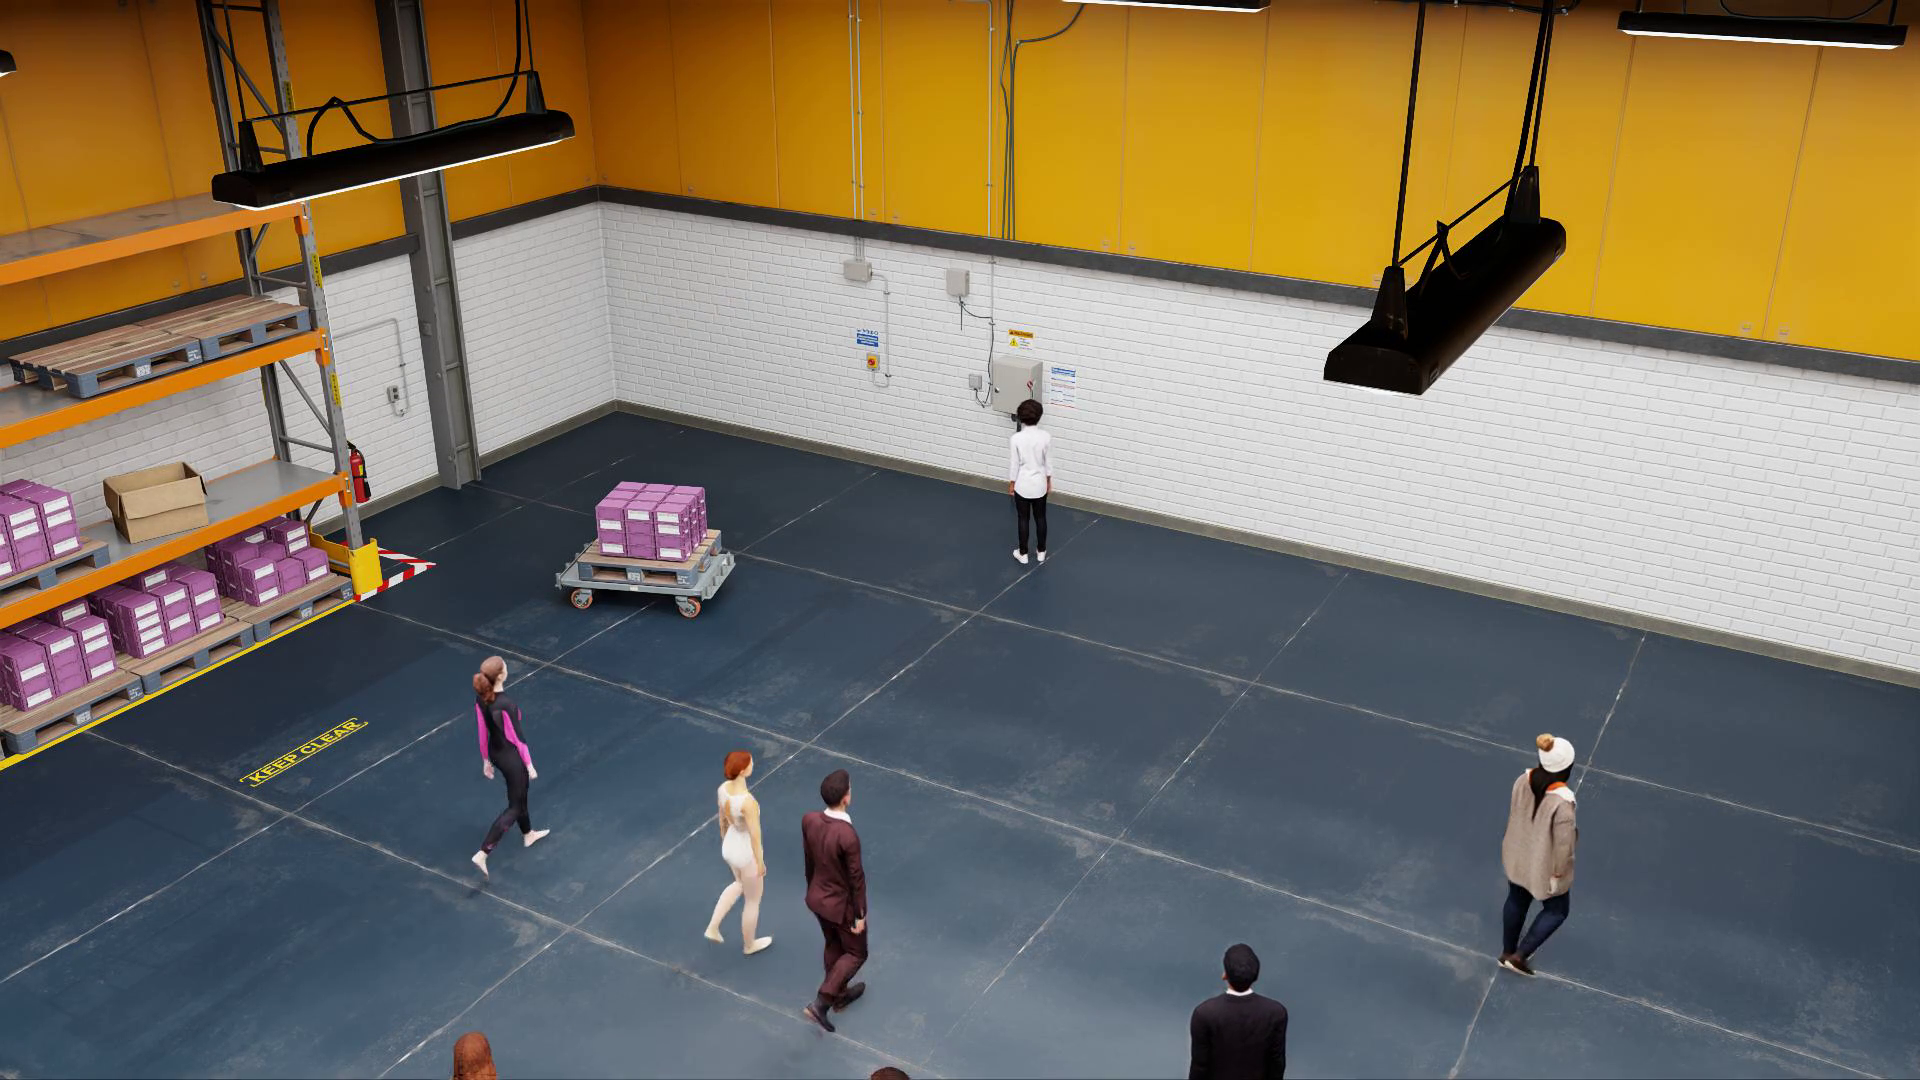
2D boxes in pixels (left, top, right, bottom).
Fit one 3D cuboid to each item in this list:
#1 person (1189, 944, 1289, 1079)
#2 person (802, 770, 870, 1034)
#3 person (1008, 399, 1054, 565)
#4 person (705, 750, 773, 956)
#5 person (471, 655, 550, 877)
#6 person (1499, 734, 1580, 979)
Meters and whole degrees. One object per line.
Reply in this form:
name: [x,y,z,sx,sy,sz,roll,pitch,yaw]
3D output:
person: [1.511,3.043,9.228,0.772,1.884,0.781,-2,24,-5]
person: [-0.847,2.372,10.800,0.773,1.854,0.969,18,29,35]
person: [0.759,-0.623,17.708,0.714,1.809,0.760,-4,24,-10]
person: [-1.569,2.195,11.477,0.761,1.636,0.659,-19,30,-37]
person: [-3.449,1.707,12.482,0.601,1.725,1.063,15,28,30]
person: [3.839,2.154,11.268,0.894,1.878,0.848,-12,26,-26]
